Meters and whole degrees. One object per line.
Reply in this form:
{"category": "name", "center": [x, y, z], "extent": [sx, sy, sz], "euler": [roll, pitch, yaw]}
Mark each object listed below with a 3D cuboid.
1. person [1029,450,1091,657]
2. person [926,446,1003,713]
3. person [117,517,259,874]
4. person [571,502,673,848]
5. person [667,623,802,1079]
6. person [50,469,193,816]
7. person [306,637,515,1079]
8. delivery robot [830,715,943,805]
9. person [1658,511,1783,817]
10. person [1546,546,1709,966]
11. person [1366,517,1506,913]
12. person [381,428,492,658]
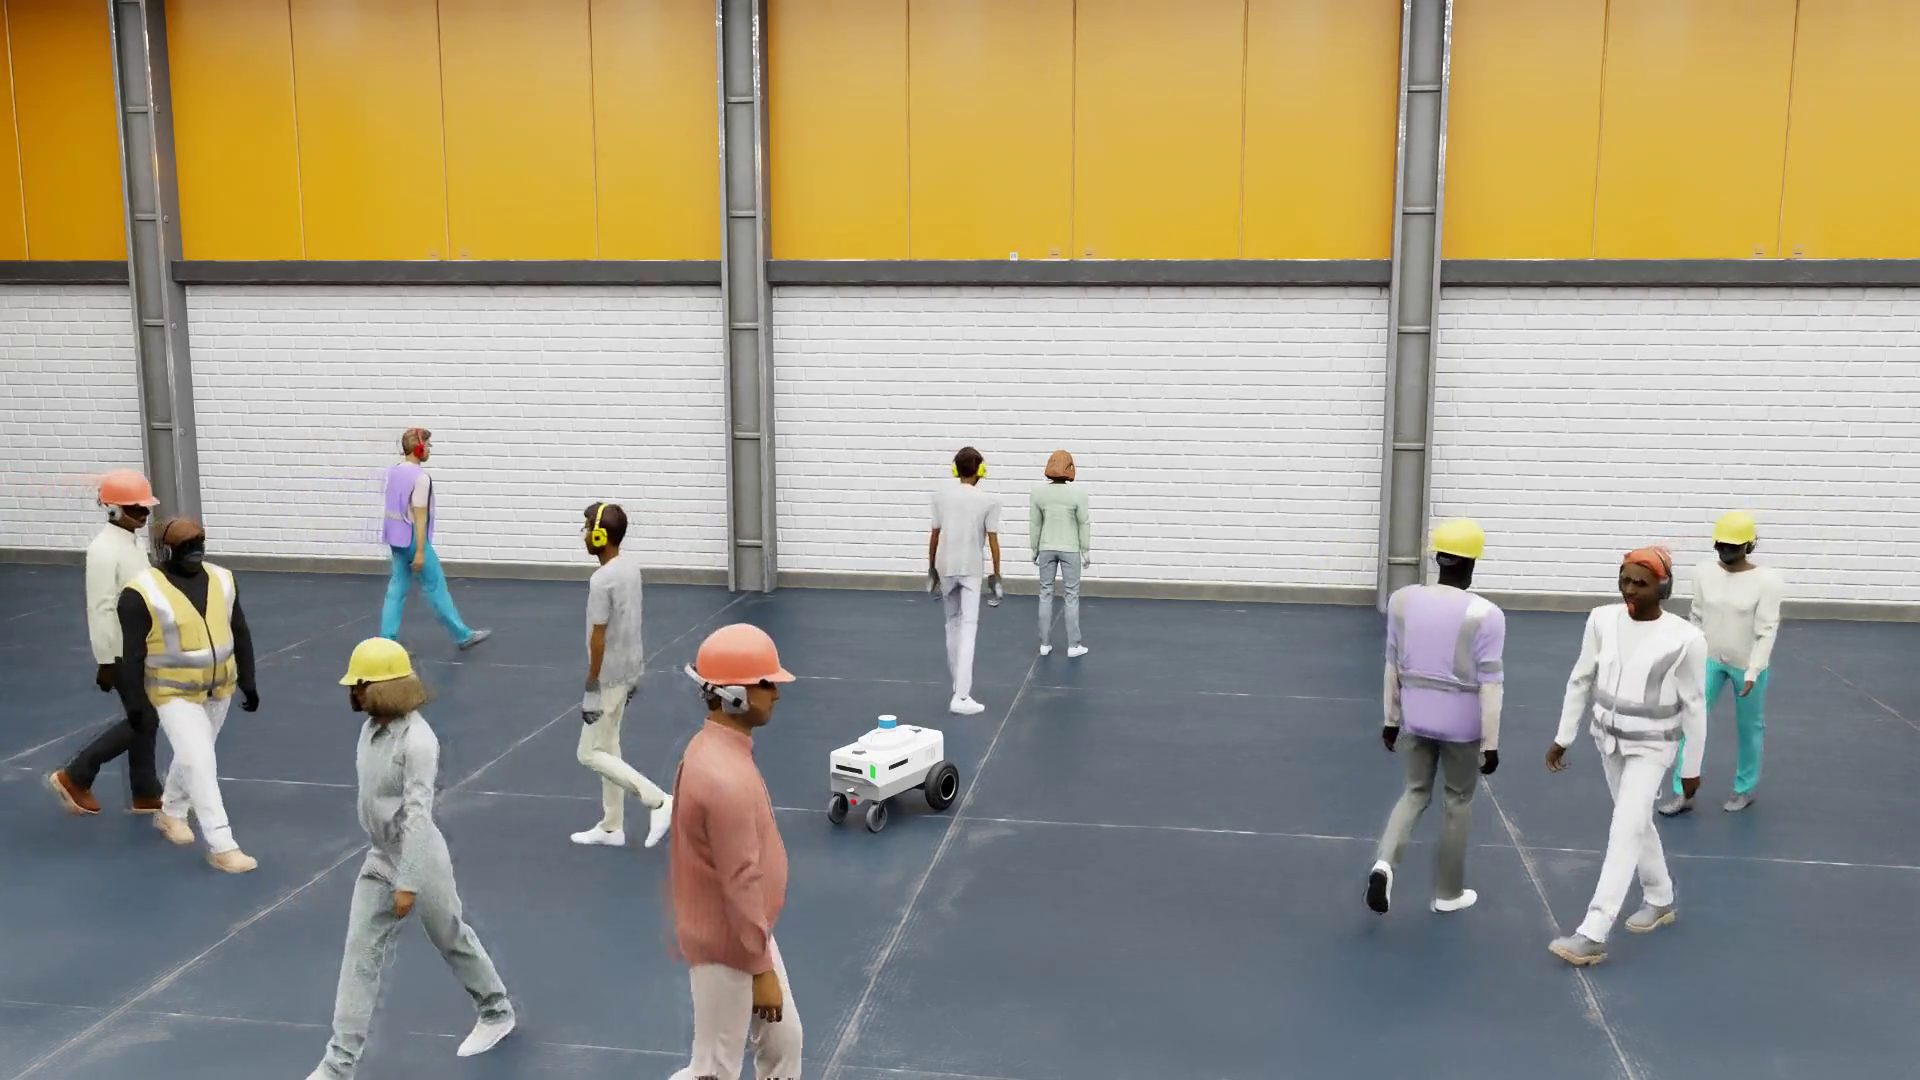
{"category": "person", "center": [0.789, 0.105, 13.098], "extent": [0.498, 1.634, 0.278], "euler": [4, 10, 21]}
{"category": "person", "center": [0.026, 0.265, 11.615], "extent": [0.572, 1.806, 0.887], "euler": [2, 9, 13]}
{"category": "person", "center": [-3.969, 0.759, 8.576], "extent": [0.944, 1.801, 0.639], "euler": [6, 11, 31]}
{"category": "person", "center": [-1.774, 0.724, 8.613], "extent": [0.556, 1.854, 0.551], "euler": [1, 9, 7]}
{"category": "person", "center": [-0.782, 1.229, 5.176], "extent": [0.908, 1.968, 0.611], "euler": [-1, 9, -6]}
{"category": "person", "center": [-4.620, 0.588, 9.107], "extent": [0.578, 1.973, 0.637], "euler": [-2, 10, -15]}
{"category": "person", "center": [-2.072, 1.192, 6.207], "extent": [0.504, 1.699, 0.904], "euler": [8, 12, 40]}
{"category": "delivery robot", "center": [-0.404, 1.220, 9.255], "extent": [0.477, 0.478, 0.707], "euler": [6, 11, 34]}
{"category": "person", "center": [4.219, 0.699, 9.160], "extent": [0.818, 1.726, 0.519], "euler": [-8, 12, -42]}
{"category": "person", "center": [2.972, 0.933, 7.403], "extent": [0.972, 1.832, 0.577], "euler": [-5, 10, -28]}
{"category": "person", "center": [2.204, 0.843, 7.708], "extent": [0.594, 1.909, 0.637], "euler": [9, 13, 44]}
{"category": "person", "center": [-4.182, 0.030, 13.029], "extent": [0.929, 1.799, 0.579], "euler": [-9, 13, -44]}
